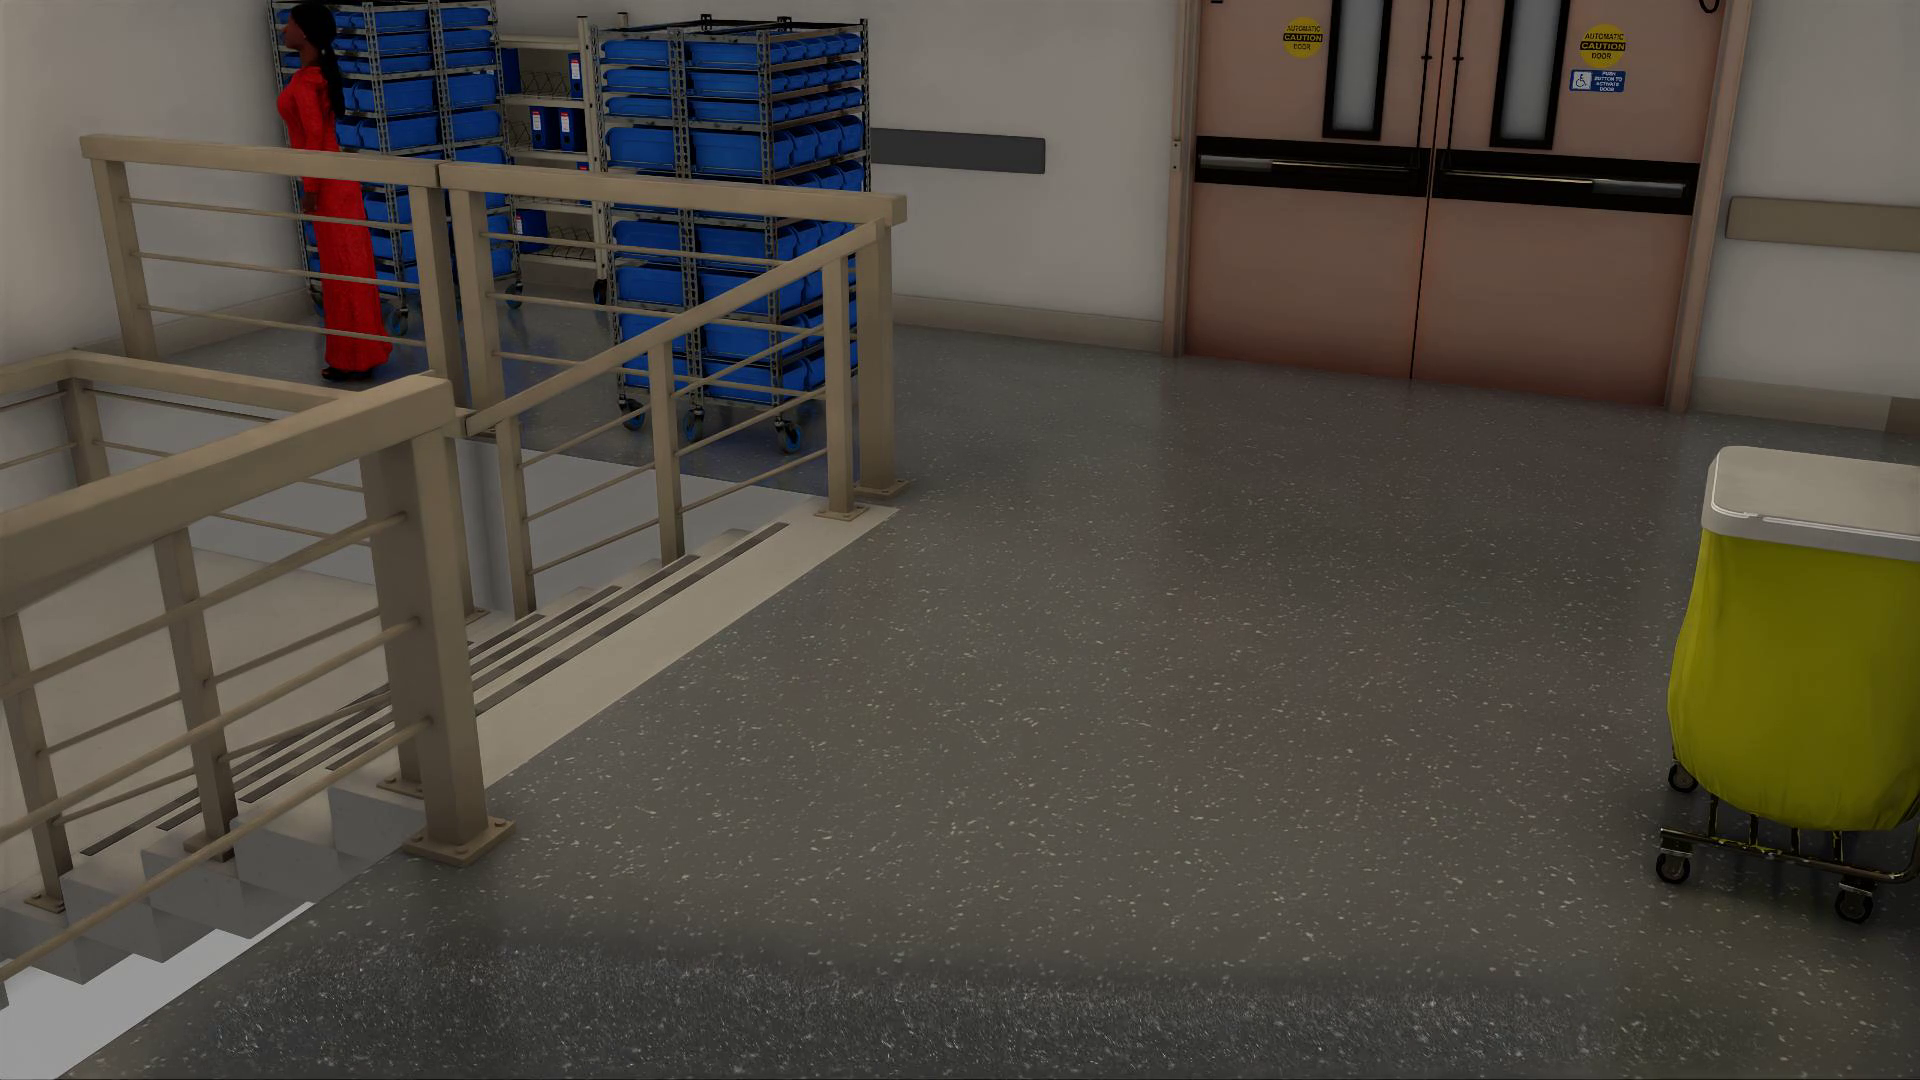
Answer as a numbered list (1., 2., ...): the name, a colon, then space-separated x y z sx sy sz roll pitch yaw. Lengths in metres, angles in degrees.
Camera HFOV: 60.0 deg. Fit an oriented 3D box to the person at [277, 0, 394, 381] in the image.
1. person: -3.045 -1.673 8.061 0.759 1.780 0.724 -3 21 -9
